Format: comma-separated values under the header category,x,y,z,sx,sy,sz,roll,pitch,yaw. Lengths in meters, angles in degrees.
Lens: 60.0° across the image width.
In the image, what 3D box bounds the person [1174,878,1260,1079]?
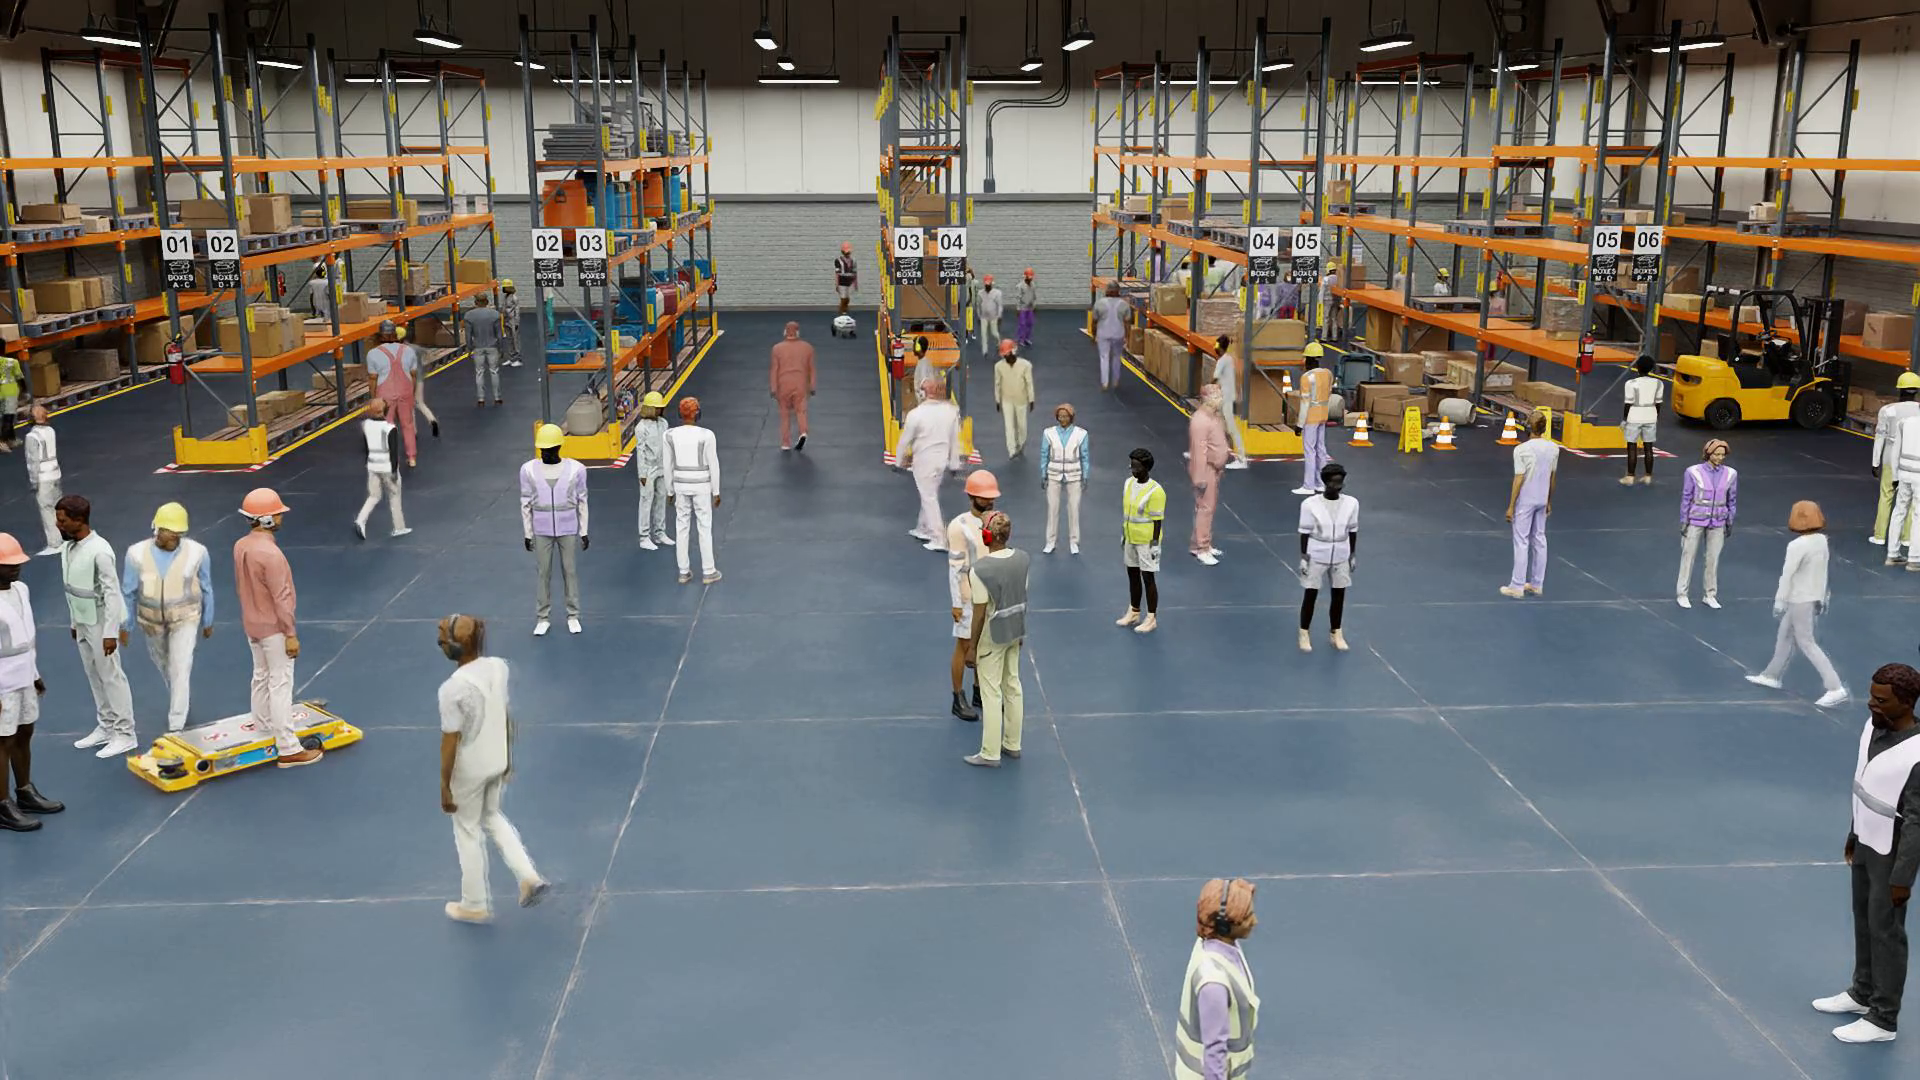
category,x,y,z,sx,sy,sz,roll,pitch,yaw
person,0.977,2.062,6.386,0.315,1.641,0.514,2,13,9

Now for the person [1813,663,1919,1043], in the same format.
category,x,y,z,sx,sy,sz,roll,pitch,yaw
person,4.527,1.517,8.126,0.396,1.911,0.588,2,13,7

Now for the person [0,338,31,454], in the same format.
category,x,y,z,sx,sy,sz,roll,pitch,yaw
person,-13.734,-2.077,23.891,0.539,1.656,0.877,0,13,1

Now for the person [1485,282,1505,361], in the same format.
category,x,y,z,sx,sy,sz,roll,pitch,yaw
person,10.548,-4.275,33.062,0.523,1.729,0.842,3,14,14

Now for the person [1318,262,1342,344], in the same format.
category,x,y,z,sx,sy,sz,roll,pitch,yaw
person,8.255,-5.286,37.135,0.588,1.825,0.404,-6,14,-23

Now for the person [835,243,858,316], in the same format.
category,x,y,z,sx,sy,sz,roll,pitch,yaw
person,-2.803,-6.332,41.148,0.657,2.030,0.461,-10,17,-37

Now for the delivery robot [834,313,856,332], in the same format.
category,x,y,z,sx,sy,sz,roll,pitch,yaw
delivery robot,-2.666,-5.022,38.525,0.477,0.478,0.707,-5,14,-20

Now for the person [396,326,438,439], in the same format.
category,x,y,z,sx,sy,sz,roll,pitch,yaw
person,-8.175,-2.339,24.838,0.599,1.725,0.556,9,16,35

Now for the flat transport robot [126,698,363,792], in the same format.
category,x,y,z,sx,sy,sz,roll,pitch,yaw
flat transport robot,-5.117,1.446,11.935,0.652,0.197,1.431,12,18,41

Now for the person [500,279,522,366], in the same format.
category,x,y,z,sx,sy,sz,roll,pitch,yaw
person,-9.024,-4.356,33.358,0.493,1.743,0.313,12,18,41

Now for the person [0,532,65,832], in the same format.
category,x,y,z,sx,sy,sz,roll,pitch,yaw
person,-6.076,0.896,10.692,0.379,1.938,0.547,0,13,1

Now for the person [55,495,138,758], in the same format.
category,x,y,z,sx,sy,sz,roll,pitch,yaw
person,-6.215,0.603,11.977,0.592,1.916,0.375,11,17,39

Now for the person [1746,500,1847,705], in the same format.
category,x,y,z,sx,sy,sz,roll,pitch,yaw
person,6.720,0.484,13.176,0.515,1.597,0.837,-10,16,-36

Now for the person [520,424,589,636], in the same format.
category,x,y,z,sx,sy,sz,roll,pitch,yaw
person,-3.626,-0.097,14.930,0.588,1.923,0.383,-2,13,-9

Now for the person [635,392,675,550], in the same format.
category,x,y,z,sx,sy,sz,roll,pitch,yaw
person,-3.327,-0.763,18.160,0.340,1.733,0.479,7,15,29

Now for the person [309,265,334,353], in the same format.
category,x,y,z,sx,sy,sz,roll,pitch,yaw
person,-13.578,-4.915,35.455,0.534,1.869,0.311,2,13,10

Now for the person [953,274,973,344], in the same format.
category,x,y,z,sx,sy,sz,roll,pitch,yaw
person,0.017,-5.320,37.172,0.532,1.868,0.310,2,13,9

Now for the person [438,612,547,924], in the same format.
category,x,y,z,sx,sy,sz,roll,pitch,yaw
person,-2.664,1.285,9.261,0.539,1.833,0.542,6,15,25

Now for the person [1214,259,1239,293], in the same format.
category,x,y,z,sx,sy,sz,roll,pitch,yaw
person,6.518,-6.194,40.817,0.675,1.891,0.428,4,14,15

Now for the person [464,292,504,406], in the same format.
category,x,y,z,sx,sy,sz,roll,pitch,yaw
person,-8.048,-3.233,28.187,0.630,1.938,0.373,-3,14,-13

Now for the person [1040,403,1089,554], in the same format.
category,x,y,z,sx,sy,sz,roll,pitch,yaw
person,1.126,-0.659,17.921,0.523,1.638,0.310,2,13,9

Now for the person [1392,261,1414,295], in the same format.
category,x,y,z,sx,sy,sz,roll,pitch,yaw
person,10.745,-5.973,40.458,0.538,1.613,0.485,0,13,-1

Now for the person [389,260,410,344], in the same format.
category,x,y,z,sx,sy,sz,roll,pitch,yaw
person,-11.971,-4.967,35.413,0.617,1.990,0.393,-1,13,-3

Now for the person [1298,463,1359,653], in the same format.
category,x,y,z,sx,sy,sz,roll,pitch,yaw
person,3.181,0.152,14.395,0.544,1.689,0.321,-1,13,-6

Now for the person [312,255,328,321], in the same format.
category,x,y,z,sx,sy,sz,roll,pitch,yaw
person,-15.769,-6.230,41.087,0.373,1.840,0.570,-1,13,-5

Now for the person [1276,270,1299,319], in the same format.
category,x,y,z,sx,sy,sz,roll,pitch,yaw
person,7.326,-5.211,37.217,0.497,1.633,0.285,0,13,-1

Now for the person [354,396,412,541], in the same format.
category,x,y,z,sx,sy,sz,roll,pitch,yaw
person,-6.473,-0.794,18.530,0.520,1.617,0.698,6,14,23

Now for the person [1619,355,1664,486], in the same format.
category,x,y,z,sx,sy,sz,roll,pitch,yaw
person,8.815,-1.543,21.541,0.539,1.695,0.318,-2,13,-8

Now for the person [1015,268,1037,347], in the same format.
category,x,y,z,sx,sy,sz,roll,pitch,yaw
person,1.465,-5.109,36.579,0.584,1.727,0.405,-11,17,-40

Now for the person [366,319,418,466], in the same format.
category,x,y,z,sx,sy,sz,roll,pitch,yaw
person,-7.769,-1.995,22.718,0.683,2.000,0.537,-11,17,-39

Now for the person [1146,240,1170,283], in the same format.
category,x,y,z,sx,sy,sz,roll,pitch,yaw
person,4.967,-6.493,41.791,0.618,2.044,0.417,5,14,21

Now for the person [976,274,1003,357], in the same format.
category,x,y,z,sx,sy,sz,roll,pitch,yaw
person,0.621,-4.715,34.888,0.576,1.736,0.545,4,14,18

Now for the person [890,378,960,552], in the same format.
category,x,y,z,sx,sy,sz,roll,pitch,yaw
person,-0.423,-0.839,18.173,0.643,1.863,0.889,-12,18,-42

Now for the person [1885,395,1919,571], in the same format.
category,x,y,z,sx,sy,sz,roll,pitch,yaw
person,9.931,-0.625,17.250,0.337,1.882,0.585,-5,14,-19

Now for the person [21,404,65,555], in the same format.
category,x,y,z,sx,sy,sz,roll,pitch,yaw
person,-9.848,-0.654,17.902,0.310,1.636,0.522,-1,13,-5

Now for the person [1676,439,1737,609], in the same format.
category,x,y,z,sx,sy,sz,roll,pitch,yaw
person,7.088,-0.153,15.799,0.514,1.634,0.313,0,13,2

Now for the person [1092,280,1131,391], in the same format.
category,x,y,z,sx,sy,sz,roll,pitch,yaw
person,2.729,-3.719,30.022,0.686,2.000,0.967,0,13,0

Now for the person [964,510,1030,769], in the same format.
category,x,y,z,sx,sy,sz,roll,pitch,yaw
person,0.269,0.702,11.711,0.390,1.846,0.565,11,17,39

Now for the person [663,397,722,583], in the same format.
category,x,y,z,sx,sy,sz,roll,pitch,yaw
person,-2.680,-0.496,16.706,0.573,1.883,0.353,3,14,11

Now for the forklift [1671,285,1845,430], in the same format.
category,x,y,z,sx,sy,sz,roll,pitch,yaw
forklift,12.503,-2.886,26.166,2.313,2.155,1.214,-1,13,-3

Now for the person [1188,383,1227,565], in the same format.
category,x,y,z,sx,sy,sz,roll,pitch,yaw
person,2.605,-0.699,17.555,0.403,1.893,0.697,4,14,17

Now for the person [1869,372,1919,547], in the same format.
category,x,y,z,sx,sy,sz,roll,pitch,yaw
person,10.333,-0.879,18.264,0.592,1.918,0.397,4,14,16

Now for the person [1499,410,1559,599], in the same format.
category,x,y,z,sx,sy,sz,roll,pitch,yaw
person,5.534,-0.346,16.153,0.513,1.845,0.334,-5,14,-22

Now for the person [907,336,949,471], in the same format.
category,x,y,z,sx,sy,sz,roll,pitch,yaw
person,-0.434,-1.837,22.478,0.497,1.840,0.514,1,13,5

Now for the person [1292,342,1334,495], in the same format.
category,x,y,z,sx,sy,sz,roll,pitch,yaw
person,4.439,-1.525,20.966,0.585,1.929,0.371,-12,18,-41

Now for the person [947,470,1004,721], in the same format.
category,x,y,z,sx,sy,sz,roll,pitch,yaw
person,0.155,0.411,12.747,0.547,1.938,0.379,-12,18,-42

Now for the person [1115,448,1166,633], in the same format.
category,x,y,z,sx,sy,sz,roll,pitch,yaw
person,1.644,-0.001,15.036,0.318,1.690,0.538,-8,15,-30

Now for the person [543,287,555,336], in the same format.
category,x,y,z,sx,sy,sz,roll,pitch,yaw
person,-9.630,-5.630,38.706,0.313,1.767,0.533,-2,13,-7

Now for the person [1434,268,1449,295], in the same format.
category,x,y,z,sx,sy,sz,roll,pitch,yaw
person,10.379,-4.982,35.964,0.310,1.769,0.523,9,16,32

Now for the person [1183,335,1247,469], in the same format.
category,x,y,z,sx,sy,sz,roll,pitch,yaw
person,3.528,-1.882,22.719,0.935,1.809,0.549,4,14,17

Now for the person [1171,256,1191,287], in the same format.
category,x,y,z,sx,sy,sz,roll,pitch,yaw
person,5.141,-5.585,38.271,0.598,1.876,0.998,-2,13,-8

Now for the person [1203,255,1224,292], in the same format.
category,x,y,z,sx,sy,sz,roll,pitch,yaw
person,5.808,-5.709,38.740,0.620,1.900,0.660,-1,13,-5

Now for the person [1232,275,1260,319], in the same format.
category,x,y,z,sx,sy,sz,roll,pitch,yaw
person,5.587,-4.266,32.677,0.575,1.885,0.355,3,14,12

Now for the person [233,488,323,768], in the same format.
category,x,y,z,sx,sy,sz,roll,pitch,yaw
person,-4.857,0.616,11.755,0.610,1.996,0.378,12,18,40

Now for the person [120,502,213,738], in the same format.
category,x,y,z,sx,sy,sz,roll,pitch,yaw
person,-5.886,0.571,12.418,0.600,1.783,0.921,-3,14,-11

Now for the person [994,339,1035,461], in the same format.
category,x,y,z,sx,sy,sz,roll,pitch,yaw
person,0.779,-2.009,23.506,0.591,1.697,0.793,3,14,11

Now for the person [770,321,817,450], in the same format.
category,x,y,z,sx,sy,sz,roll,pitch,yaw
person,-2.385,-2.193,23.909,0.682,1.882,0.654,-4,14,-15
